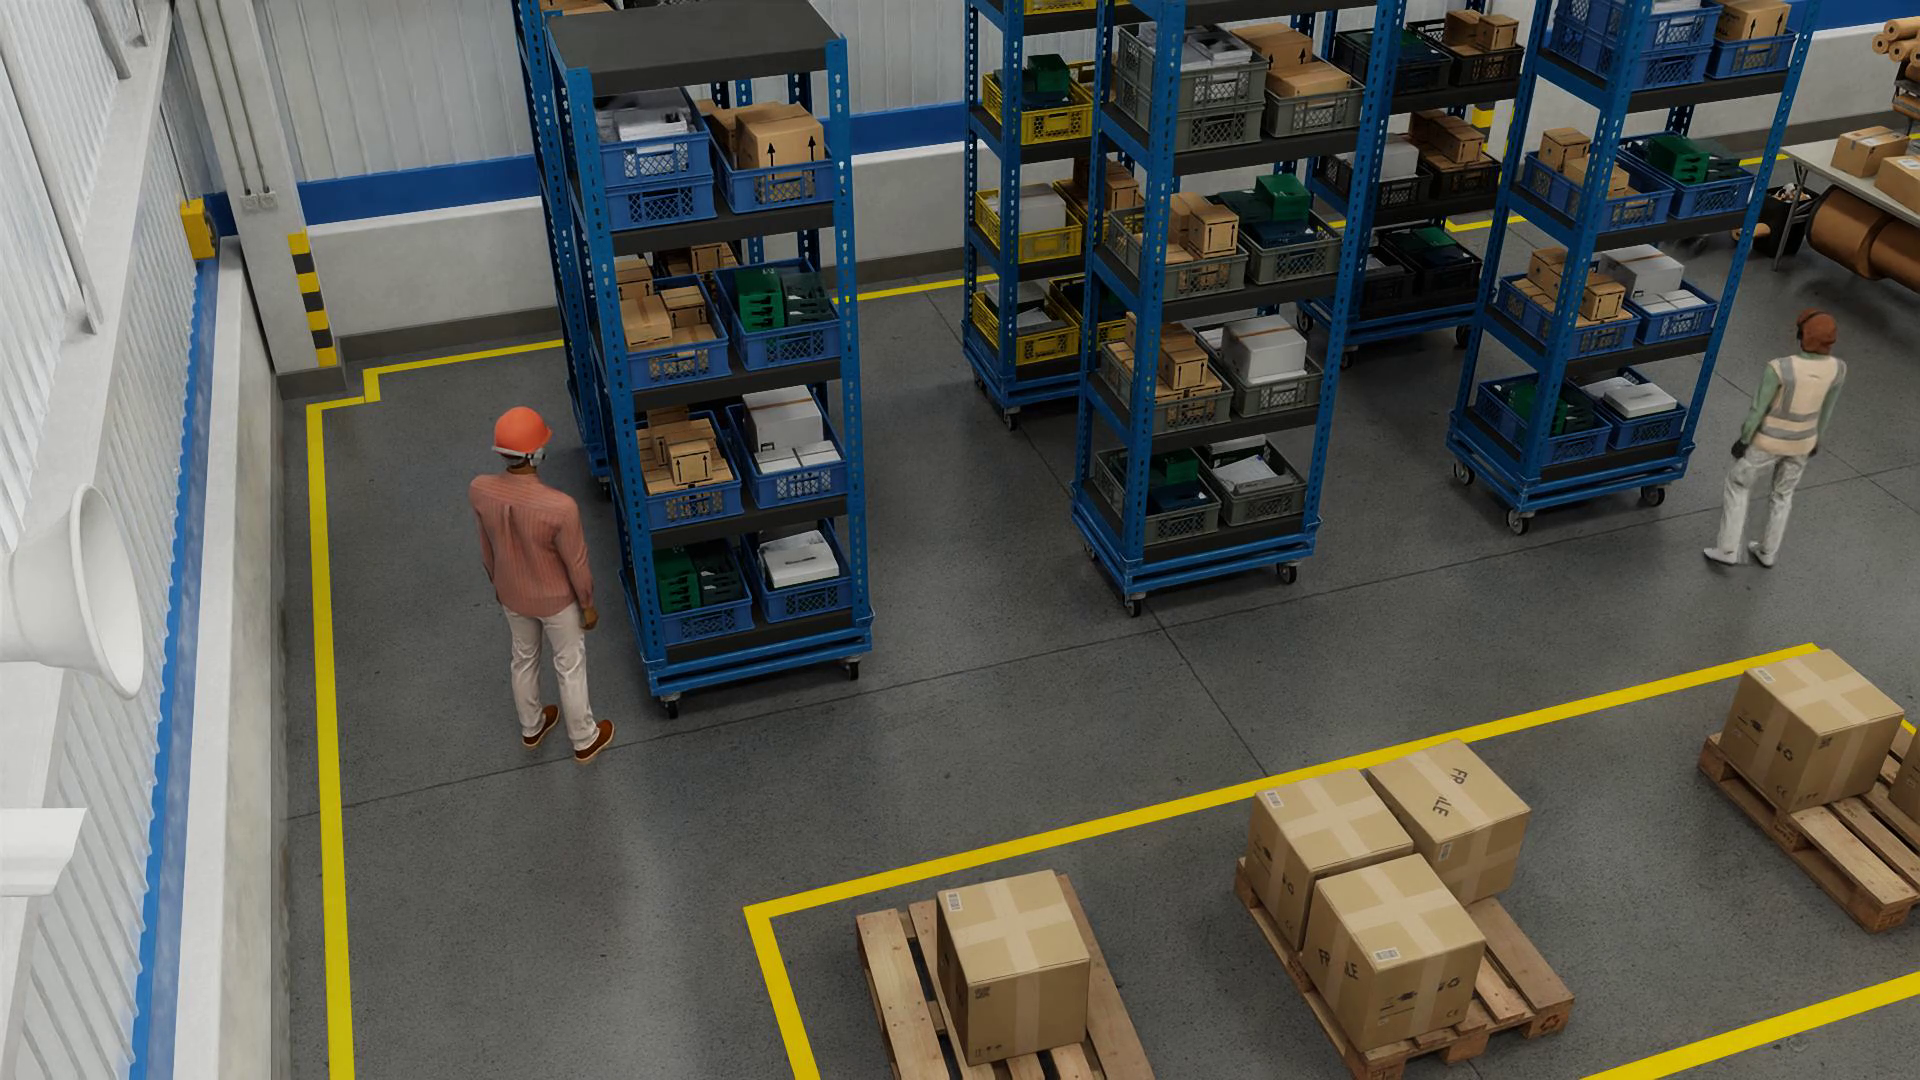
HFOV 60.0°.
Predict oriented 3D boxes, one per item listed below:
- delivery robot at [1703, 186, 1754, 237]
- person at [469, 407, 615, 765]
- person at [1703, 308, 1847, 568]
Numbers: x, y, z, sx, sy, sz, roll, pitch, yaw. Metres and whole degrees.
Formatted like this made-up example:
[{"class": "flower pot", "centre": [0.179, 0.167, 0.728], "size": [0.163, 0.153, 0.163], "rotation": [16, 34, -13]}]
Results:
[{"class": "delivery robot", "centre": [6.153, -2.733, 13.584], "size": [0.707, 0.478, 0.477], "rotation": [-23, 41, -30]}, {"class": "person", "centre": [-2.061, 0.232, 8.231], "size": [0.611, 1.985, 0.415], "rotation": [13, 37, 17]}, {"class": "person", "centre": [4.769, -0.568, 9.666], "size": [0.530, 1.627, 0.336], "rotation": [-5, 36, -7]}]
